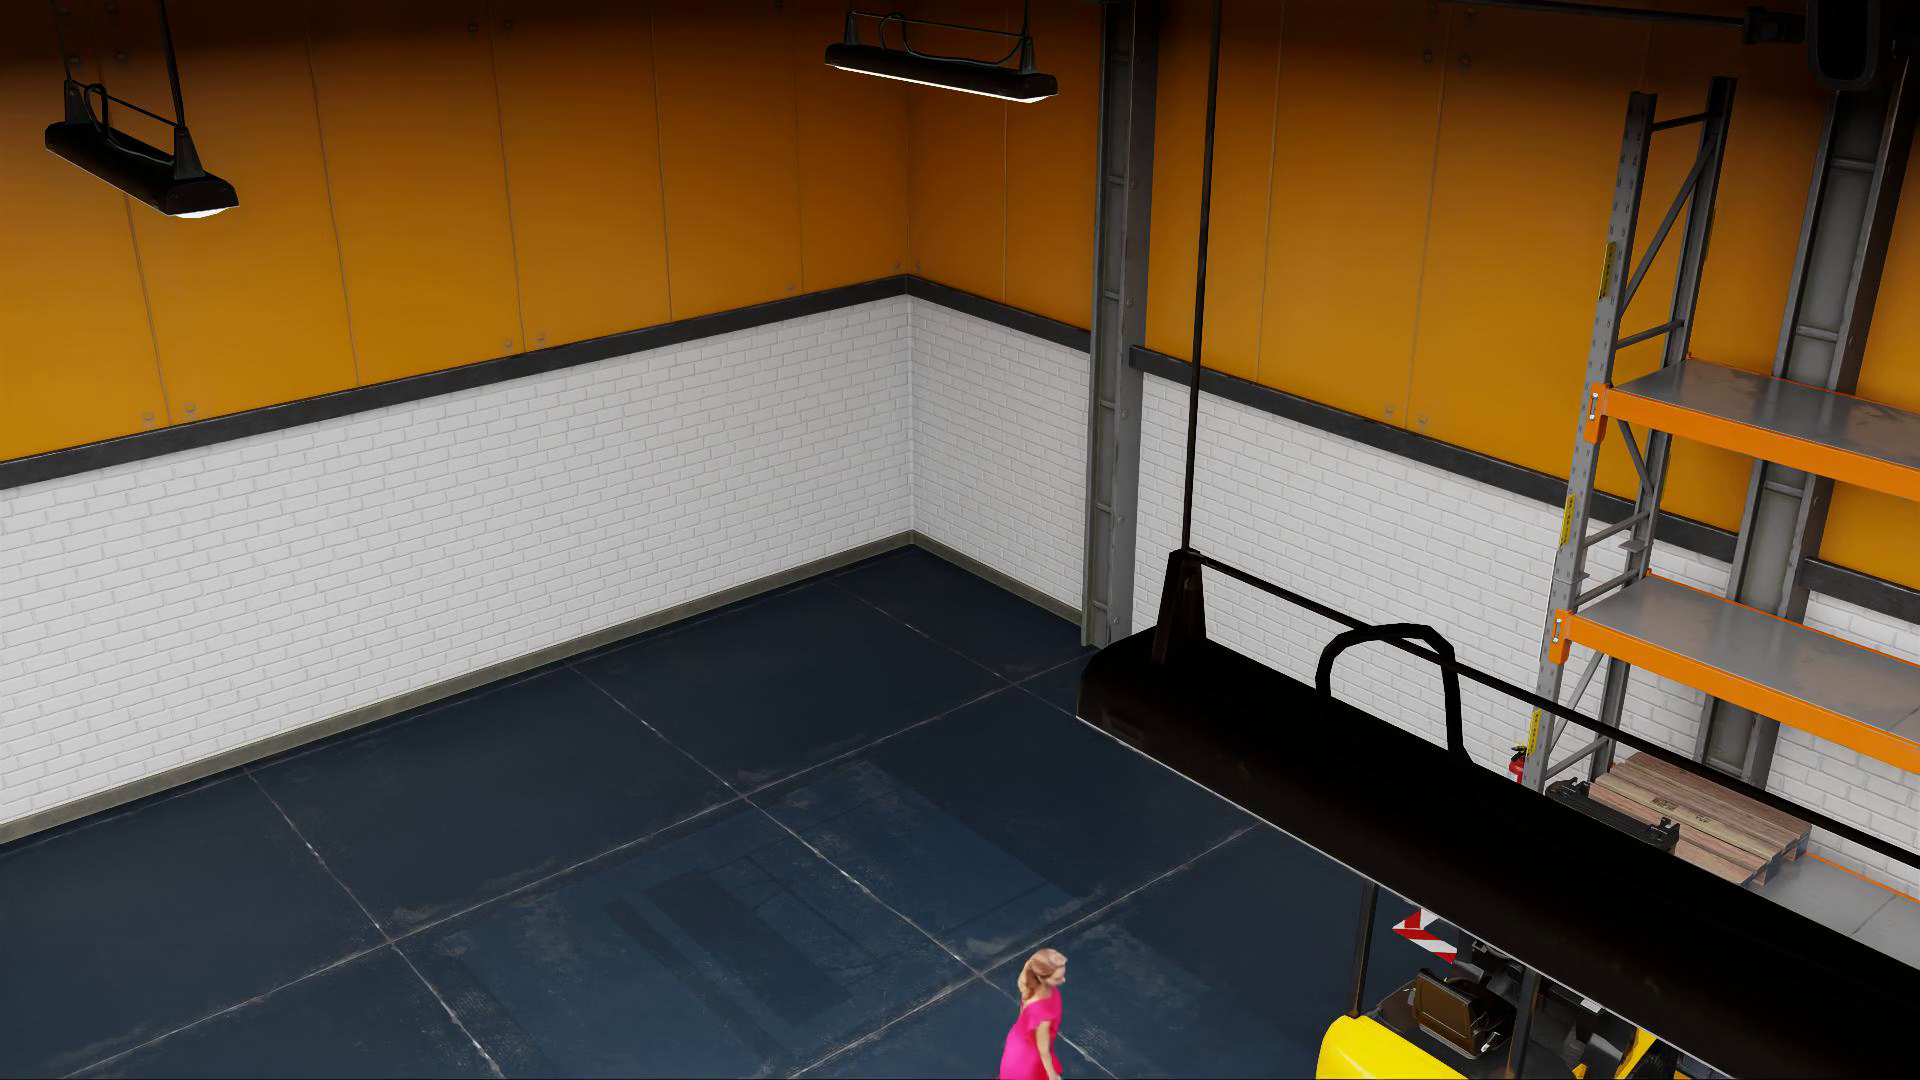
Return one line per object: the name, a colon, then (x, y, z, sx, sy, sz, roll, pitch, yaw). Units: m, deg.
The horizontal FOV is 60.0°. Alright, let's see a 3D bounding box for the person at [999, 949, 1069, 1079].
person: (0.326, 2.984, 9.621, 1.045, 1.675, 0.966, 0, 24, 1)
